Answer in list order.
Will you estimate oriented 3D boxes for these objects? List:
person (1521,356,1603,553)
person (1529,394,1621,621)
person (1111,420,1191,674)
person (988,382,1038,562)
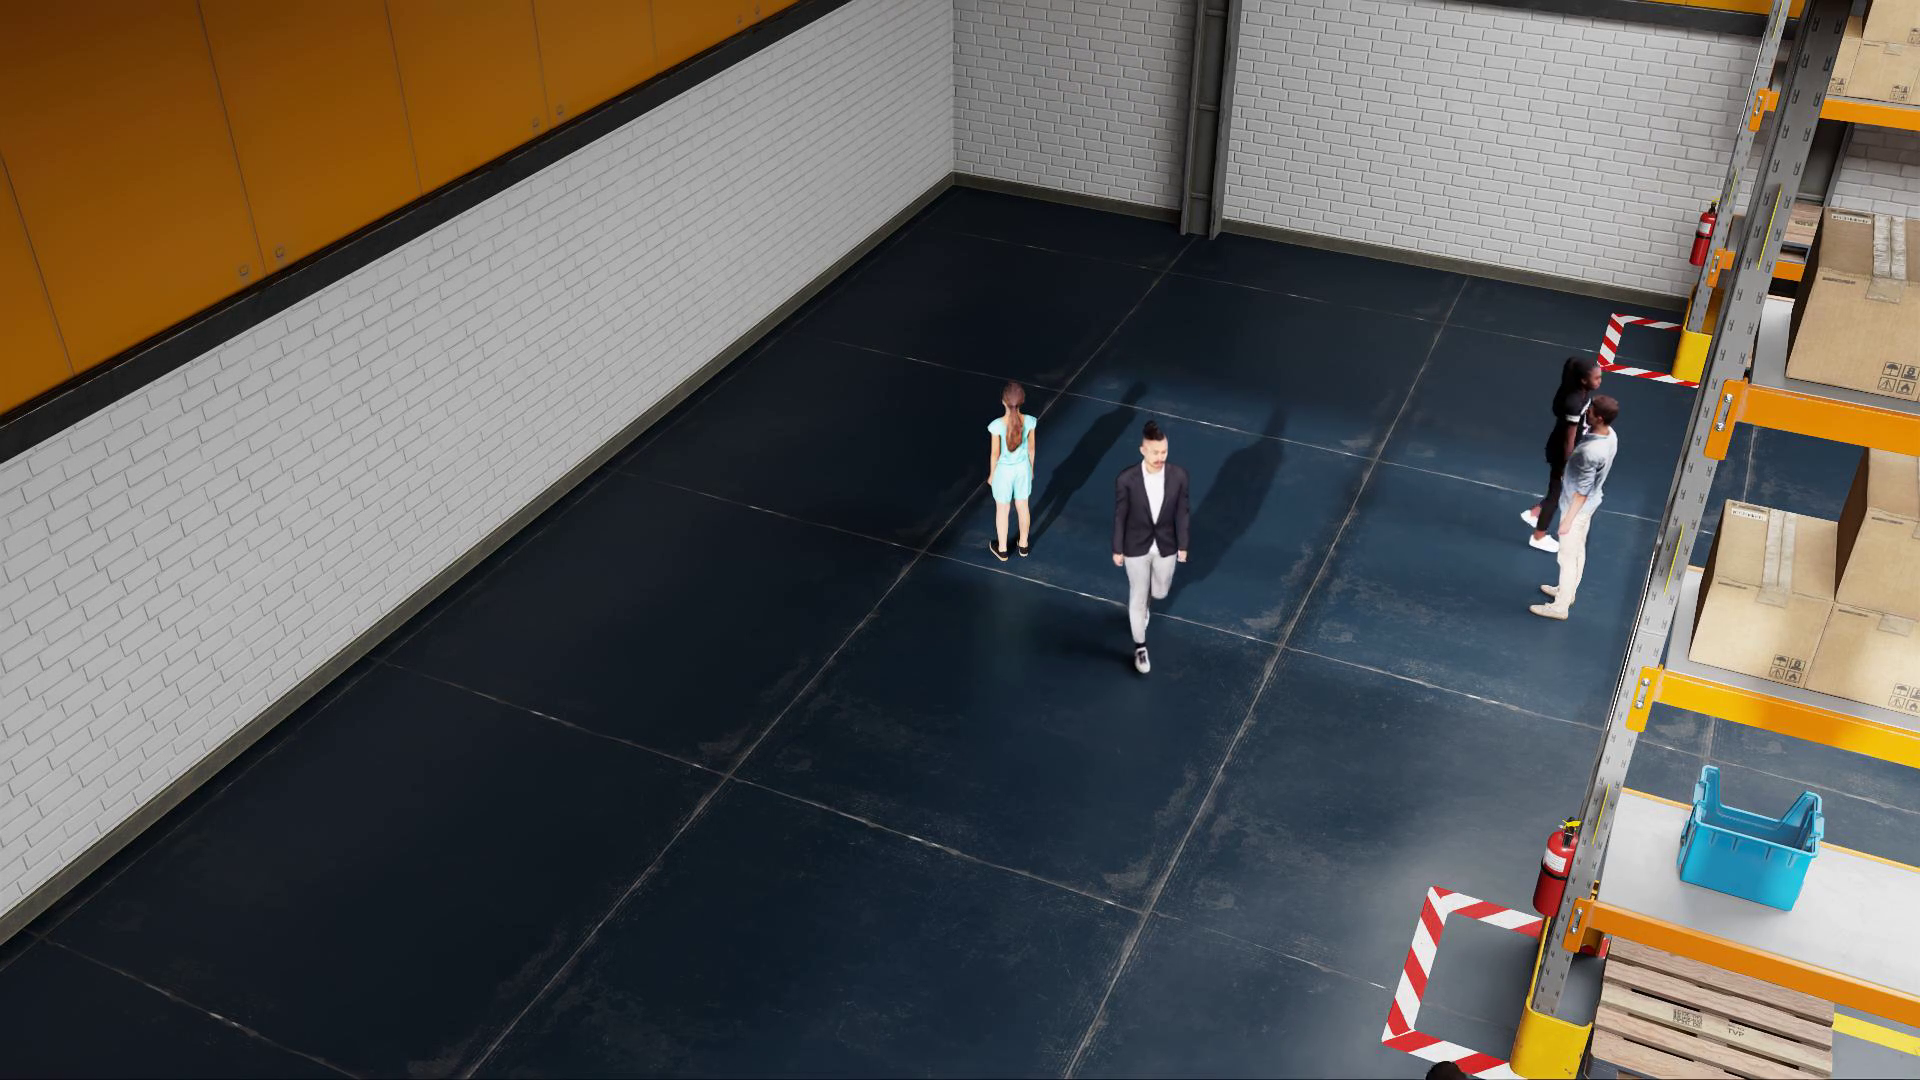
[{"bbox_3d":[4.693,-0.684,13.136,0.664,1.721,0.633,14,36,21],"label":"person"},{"bbox_3d":[4.611,-0.251,12.370,0.585,1.847,0.681,20,38,27],"label":"person"},{"bbox_3d":[1.359,-0.046,11.976,1.090,1.942,1.072,-3,34,-4],"label":"person"},{"bbox_3d":[0.408,-0.548,13.079,0.644,1.558,0.710,-9,35,-13],"label":"person"}]
